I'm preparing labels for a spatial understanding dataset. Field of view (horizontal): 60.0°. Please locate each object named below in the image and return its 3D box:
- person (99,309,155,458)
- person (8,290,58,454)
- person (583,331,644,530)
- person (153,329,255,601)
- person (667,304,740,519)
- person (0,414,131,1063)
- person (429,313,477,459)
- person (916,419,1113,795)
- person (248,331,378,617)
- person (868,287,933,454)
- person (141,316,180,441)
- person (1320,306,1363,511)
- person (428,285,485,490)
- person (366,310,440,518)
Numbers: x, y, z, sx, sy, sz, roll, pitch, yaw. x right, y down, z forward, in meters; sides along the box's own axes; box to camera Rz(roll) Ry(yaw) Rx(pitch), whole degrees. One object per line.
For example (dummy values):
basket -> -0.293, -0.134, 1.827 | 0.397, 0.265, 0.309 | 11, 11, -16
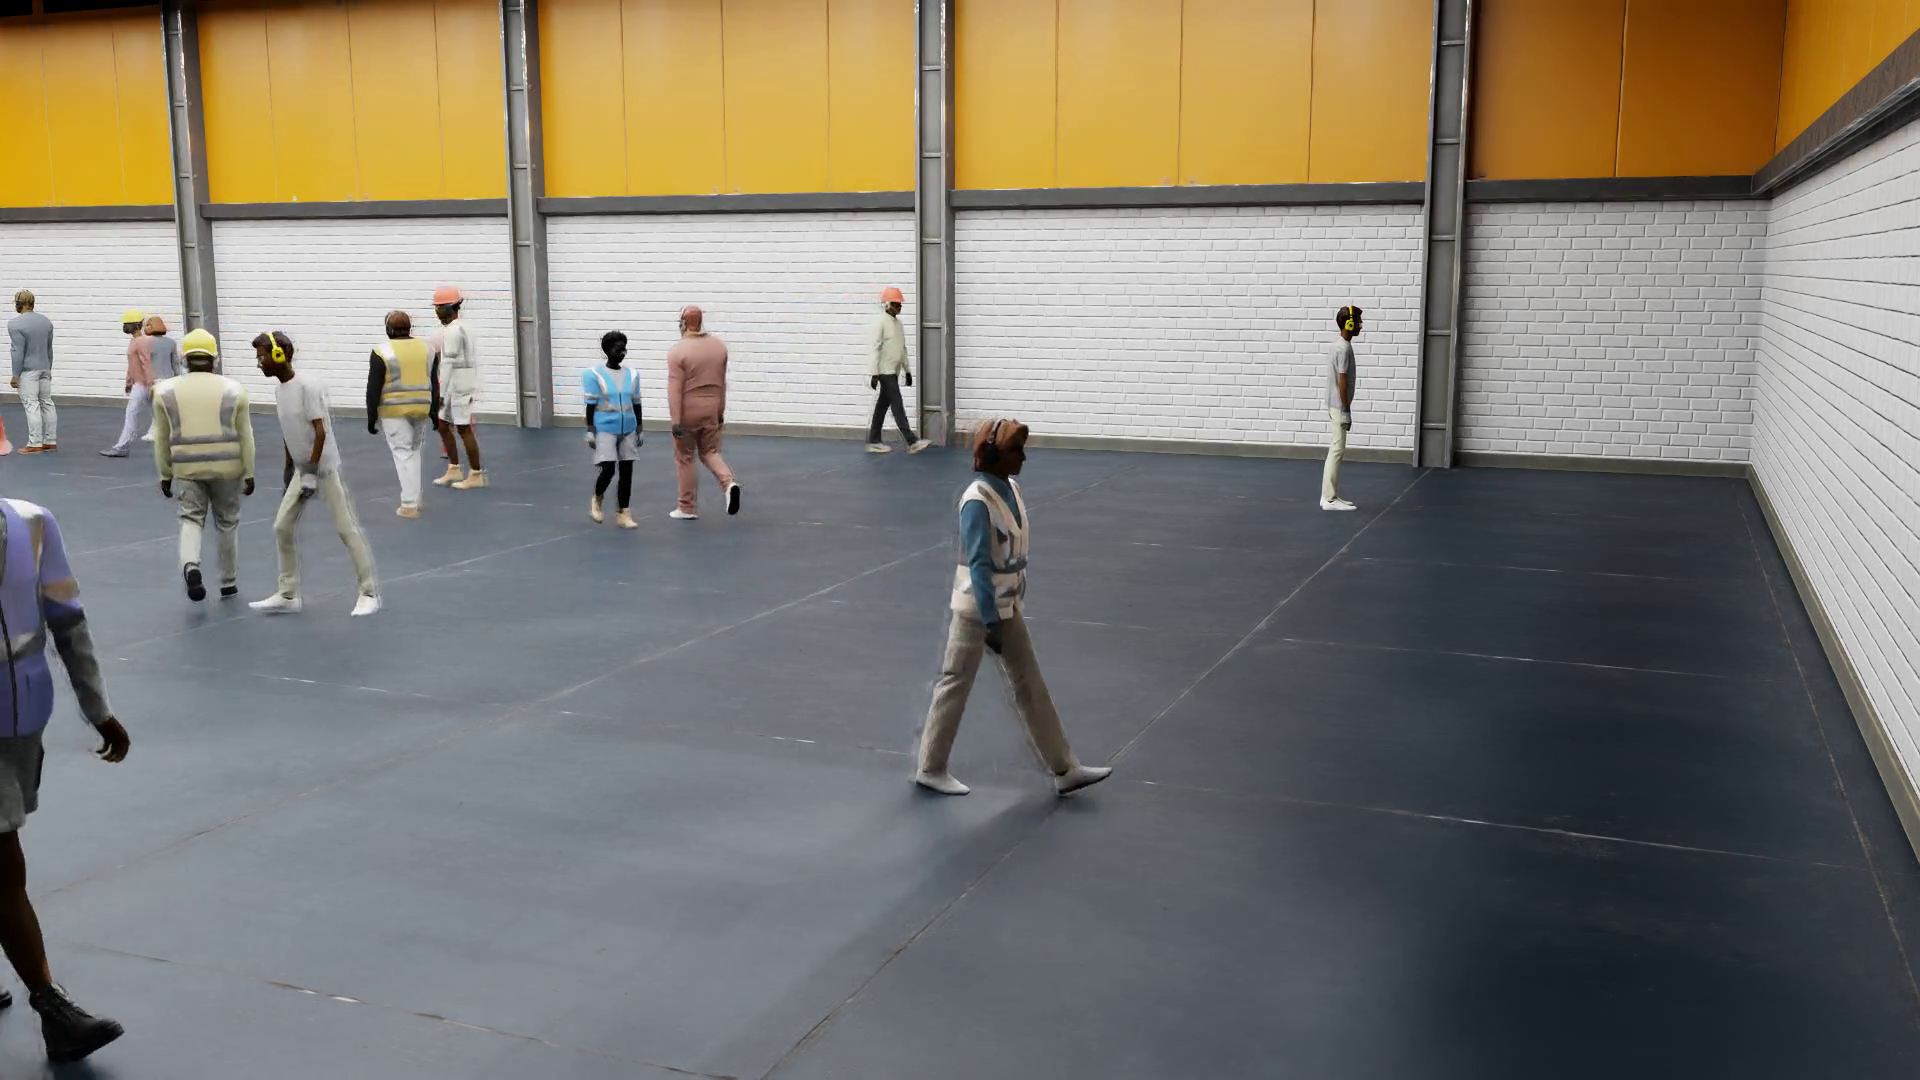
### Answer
person -> -9.558, -1.825, 19.382 | 0.928, 1.714, 0.545 | -6, 11, -32
person -> -10.949, -1.975, 19.617 | 0.372, 1.940, 0.631 | 2, 10, 10
person -> -2.908, -0.920, 13.981 | 0.545, 1.682, 0.404 | -8, 12, -40
person -> -4.924, -0.465, 10.860 | 0.602, 1.818, 0.611 | -3, 10, -16
person -> -2.259, -1.097, 14.444 | 0.659, 1.889, 0.649 | 9, 13, 44
person -> -2.736, 0.509, 4.728 | 0.985, 1.885, 0.564 | 5, 11, 27
person -> -5.830, -1.812, 19.153 | 0.522, 1.769, 0.310 | -5, 10, -26
person -> 0.185, 0.300, 6.871 | 0.847, 1.590, 0.552 | 4, 10, 22
person -> -4.105, -0.404, 10.499 | 0.631, 1.808, 0.712 | 7, 12, 36
person -> -0.704, -1.980, 19.587 | 0.962, 1.950, 0.647 | 4, 10, 23
person -> -10.054, -2.011, 20.895 | 0.841, 1.589, 0.512 | 4, 10, 23
person -> 3.475, -1.194, 15.140 | 0.317, 1.862, 0.519 | 1, 9, 8
person -> -5.033, -1.483, 16.372 | 0.680, 2.017, 0.629 | -2, 10, -11
person -> -4.990, -1.117, 14.750 | 0.634, 1.825, 0.654 | 8, 12, 39
